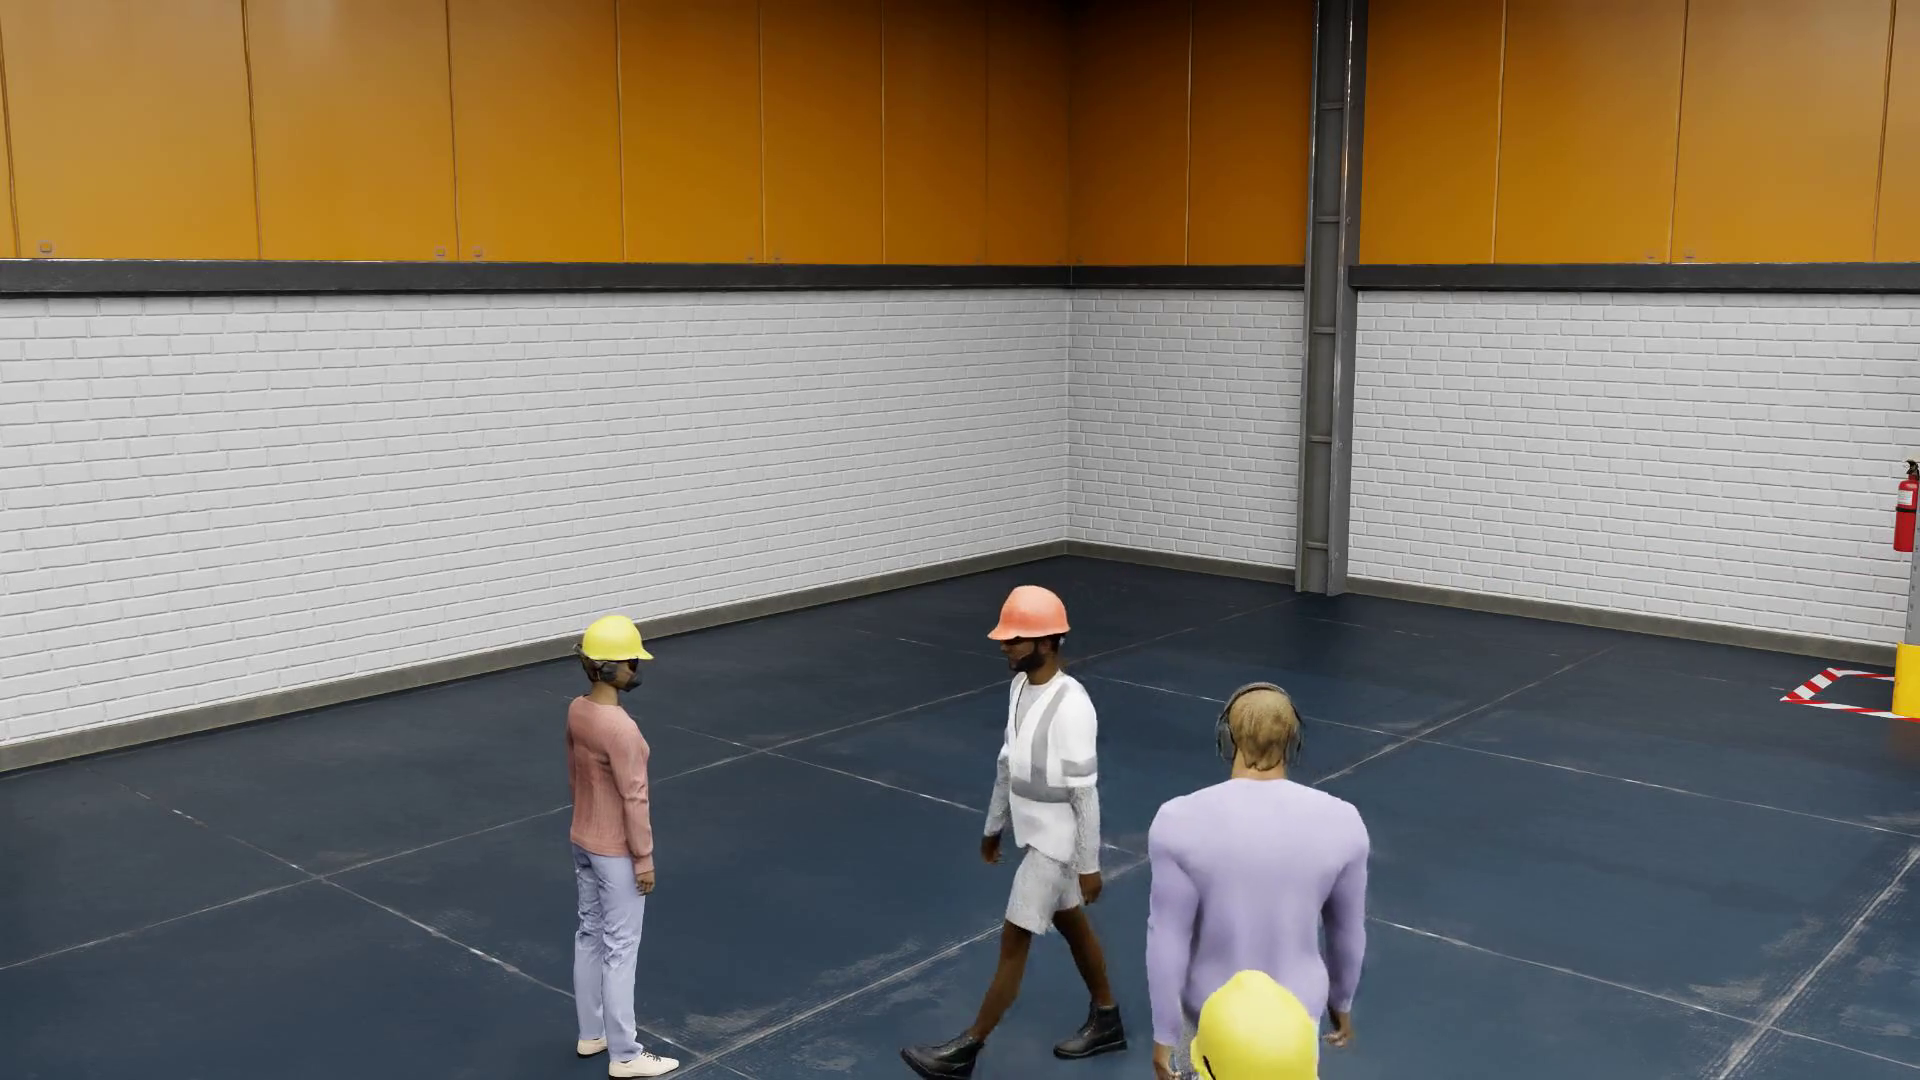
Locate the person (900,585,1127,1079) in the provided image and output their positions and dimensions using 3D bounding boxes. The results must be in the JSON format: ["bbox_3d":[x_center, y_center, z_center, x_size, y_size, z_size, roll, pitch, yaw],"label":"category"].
[{"bbox_3d":[0.233,1.107,6.247,0.987,1.883,0.568,-3,9,-16],"label":"person"}]

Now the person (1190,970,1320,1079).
[{"bbox_3d":[0.504,1.670,3.063,0.591,1.787,0.949,-3,10,-19],"label":"person"}]

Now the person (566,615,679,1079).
[{"bbox_3d":[-1.308,1.158,6.315,0.311,1.767,0.525,-7,11,-38],"label":"person"}]

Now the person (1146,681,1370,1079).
[{"bbox_3d":[0.842,1.325,4.855,0.647,1.888,0.995,0,9,-1],"label":"person"}]
